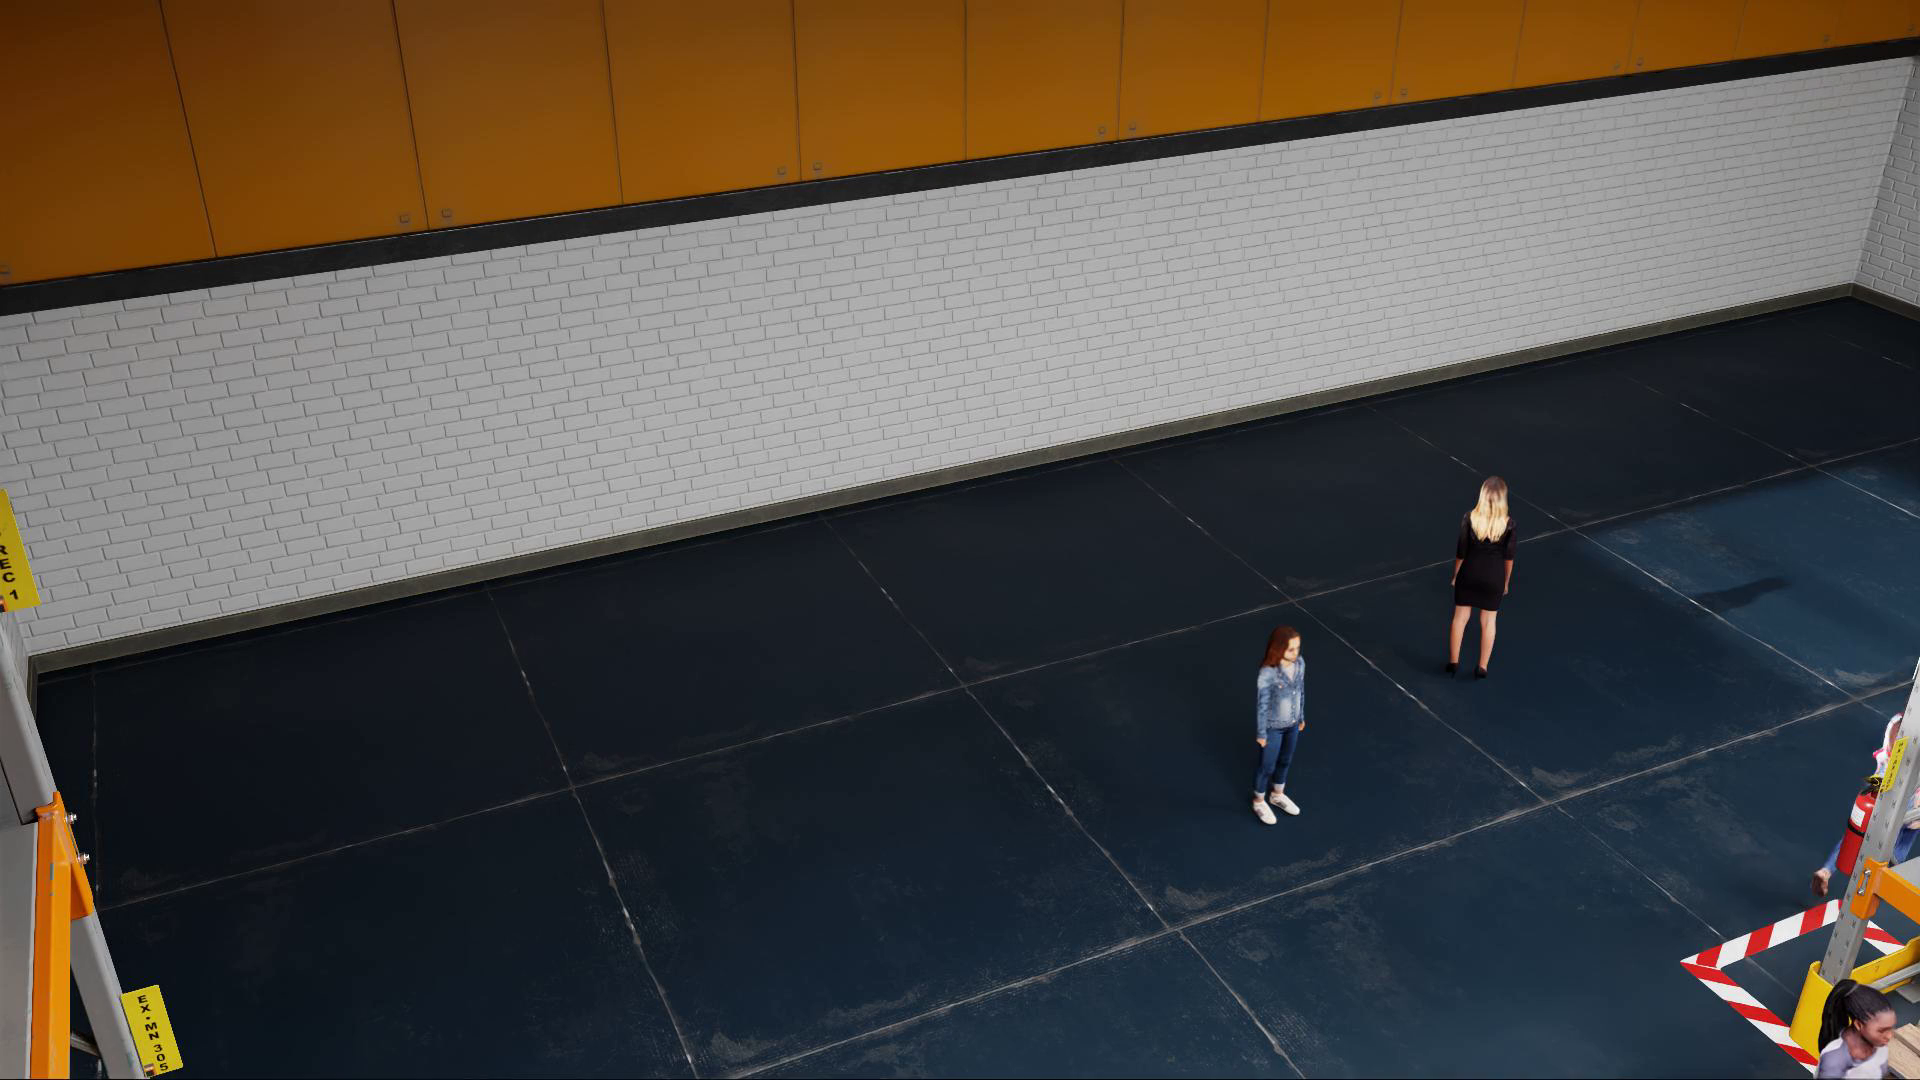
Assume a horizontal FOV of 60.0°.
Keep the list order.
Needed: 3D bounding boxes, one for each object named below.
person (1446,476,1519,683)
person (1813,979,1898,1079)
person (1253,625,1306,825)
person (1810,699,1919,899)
[{"bbox_3d":[3.872,0.294,12.384,0.615,1.675,0.671,9,30,17],"label":"person"},{"bbox_3d":[4.071,2.763,7.815,0.627,1.716,0.562,-17,33,-29],"label":"person"},{"bbox_3d":[2.091,1.188,10.952,0.615,1.476,0.582,-20,34,-32],"label":"person"},{"bbox_3d":[5.630,1.576,10.118,0.713,1.594,0.880,-9,30,-16],"label":"person"}]
